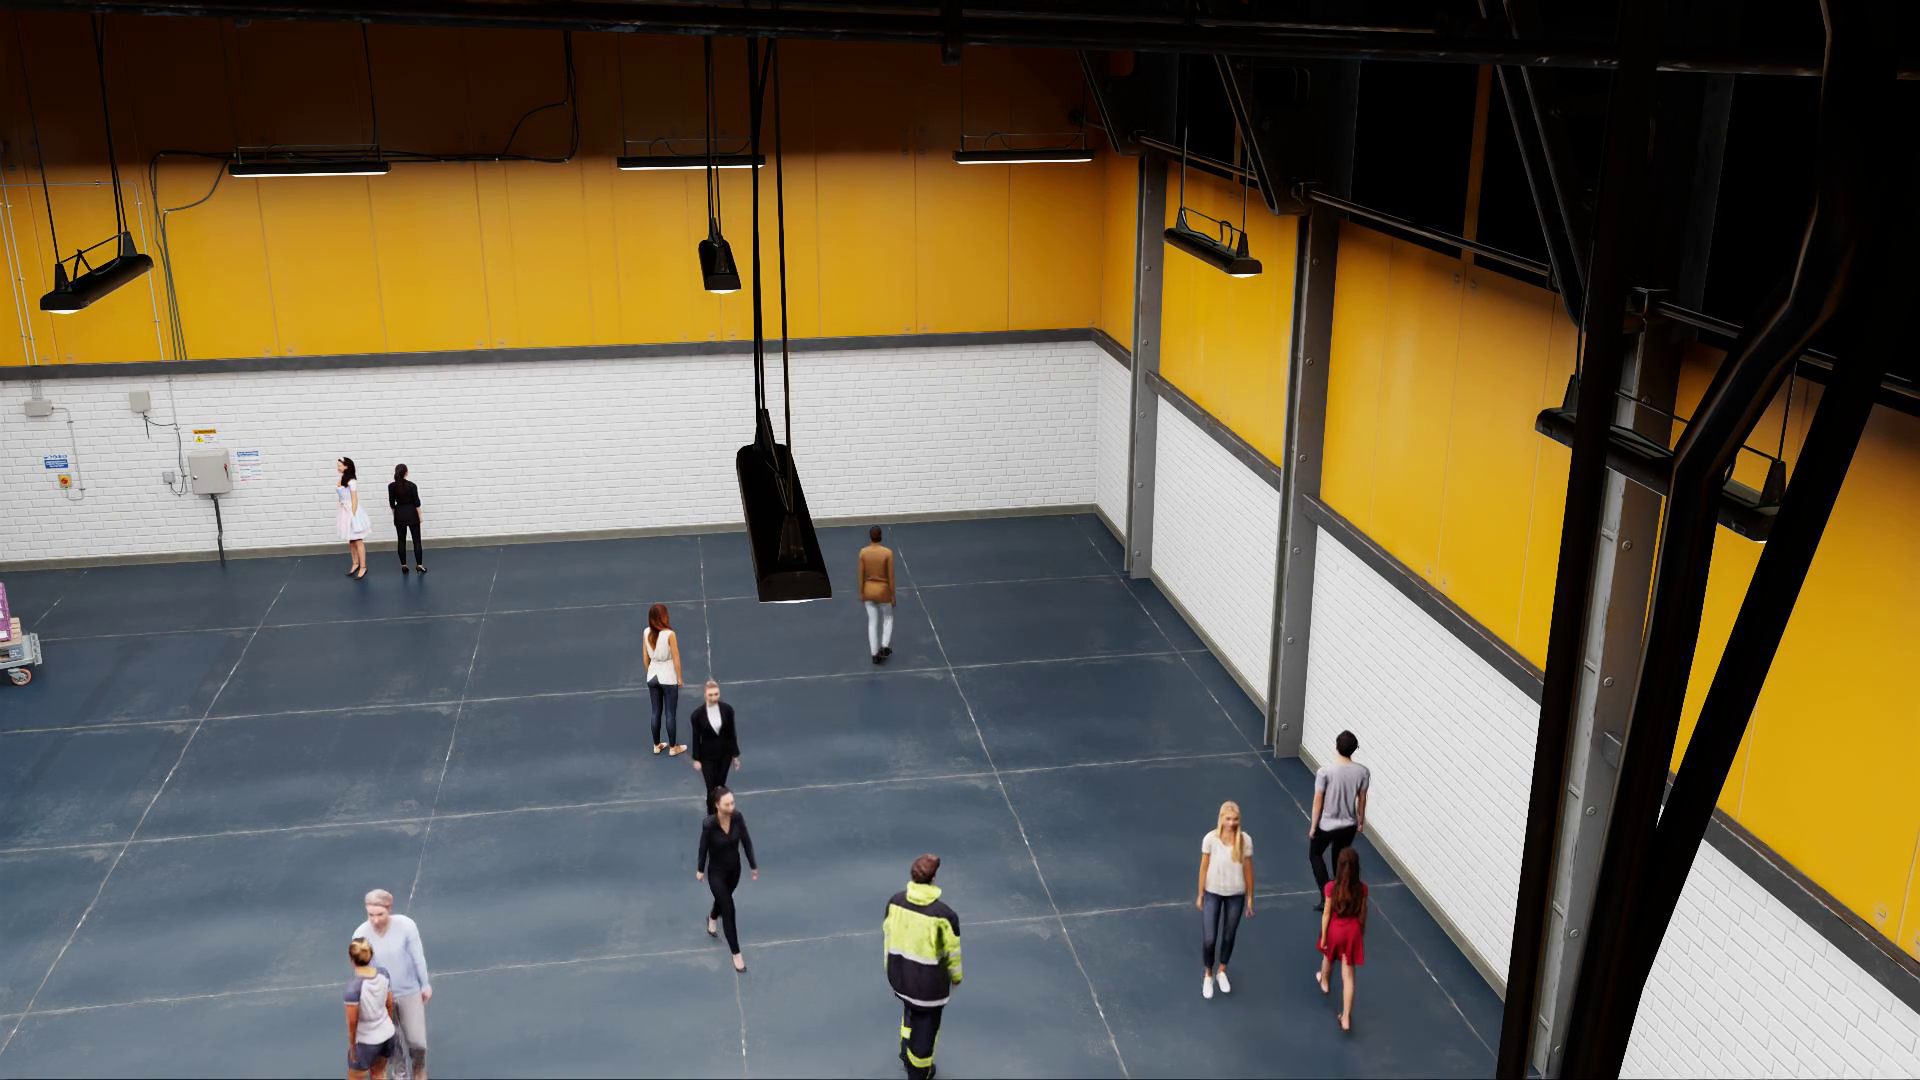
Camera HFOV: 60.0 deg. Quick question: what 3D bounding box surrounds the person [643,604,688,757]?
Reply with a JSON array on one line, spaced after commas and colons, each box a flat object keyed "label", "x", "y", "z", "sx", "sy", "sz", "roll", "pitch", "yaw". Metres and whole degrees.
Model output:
[{"label": "person", "x": -3.317, "y": 1.551, "z": 18.517, "sx": 0.681, "sy": 1.785, "sz": 0.694, "roll": 7, "pitch": 20, "yaw": 20}]

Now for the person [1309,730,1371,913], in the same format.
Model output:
[{"label": "person", "x": 3.450, "y": 2.651, "z": 15.148, "sx": 0.695, "sy": 1.851, "sz": 0.643, "roll": -2, "pitch": 19, "yaw": -7}]

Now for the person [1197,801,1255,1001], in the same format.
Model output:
[{"label": "person", "x": 2.235, "y": 3.005, "z": 14.182, "sx": 0.657, "sy": 1.796, "sz": 0.669, "roll": 0, "pitch": 19, "yaw": 0}]

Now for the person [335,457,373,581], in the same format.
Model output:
[{"label": "person", "x": -8.809, "y": -0.331, "z": 24.054, "sx": 0.843, "sy": 1.818, "sz": 0.913, "roll": 17, "pitch": 25, "yaw": 42}]

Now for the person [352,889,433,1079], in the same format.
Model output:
[{"label": "person", "x": -4.325, "y": 3.445, "z": 12.760, "sx": 0.679, "sy": 1.870, "sz": 0.690, "roll": -4, "pitch": 19, "yaw": -12}]

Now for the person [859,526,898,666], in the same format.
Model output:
[{"label": "person", "x": -1.060, "y": 0.721, "z": 20.950, "sx": 0.778, "sy": 1.805, "sz": 0.785, "roll": 4, "pitch": 19, "yaw": 11}]

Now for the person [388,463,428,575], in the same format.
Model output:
[{"label": "person", "x": -8.065, "y": -0.308, "z": 24.231, "sx": 0.646, "sy": 1.662, "sz": 0.622, "roll": 1, "pitch": 19, "yaw": 3}]

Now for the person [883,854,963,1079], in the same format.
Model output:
[{"label": "person", "x": -0.347, "y": 3.369, "z": 12.831, "sx": 0.935, "sy": 1.969, "sz": 0.965, "roll": 9, "pitch": 20, "yaw": 24}]

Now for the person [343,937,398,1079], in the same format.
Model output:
[{"label": "person", "x": -4.312, "y": 3.721, "z": 12.340, "sx": 0.804, "sy": 1.615, "sz": 0.757, "roll": 8, "pitch": 20, "yaw": 22}]

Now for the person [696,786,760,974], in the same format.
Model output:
[{"label": "person", "x": -2.115, "y": 2.920, "z": 14.638, "sx": 0.931, "sy": 1.667, "sz": 1.149, "roll": -14, "pitch": 23, "yaw": -36}]

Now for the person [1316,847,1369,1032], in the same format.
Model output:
[{"label": "person", "x": 3.180, "y": 3.304, "z": 13.741, "sx": 0.690, "sy": 1.512, "sz": 1.120, "roll": 0, "pitch": 19, "yaw": 0}]

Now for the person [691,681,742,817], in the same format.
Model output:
[{"label": "person", "x": -2.489, "y": 2.176, "z": 16.808, "sx": 0.718, "sy": 1.691, "sz": 0.779, "roll": -9, "pitch": 21, "yaw": -26}]
